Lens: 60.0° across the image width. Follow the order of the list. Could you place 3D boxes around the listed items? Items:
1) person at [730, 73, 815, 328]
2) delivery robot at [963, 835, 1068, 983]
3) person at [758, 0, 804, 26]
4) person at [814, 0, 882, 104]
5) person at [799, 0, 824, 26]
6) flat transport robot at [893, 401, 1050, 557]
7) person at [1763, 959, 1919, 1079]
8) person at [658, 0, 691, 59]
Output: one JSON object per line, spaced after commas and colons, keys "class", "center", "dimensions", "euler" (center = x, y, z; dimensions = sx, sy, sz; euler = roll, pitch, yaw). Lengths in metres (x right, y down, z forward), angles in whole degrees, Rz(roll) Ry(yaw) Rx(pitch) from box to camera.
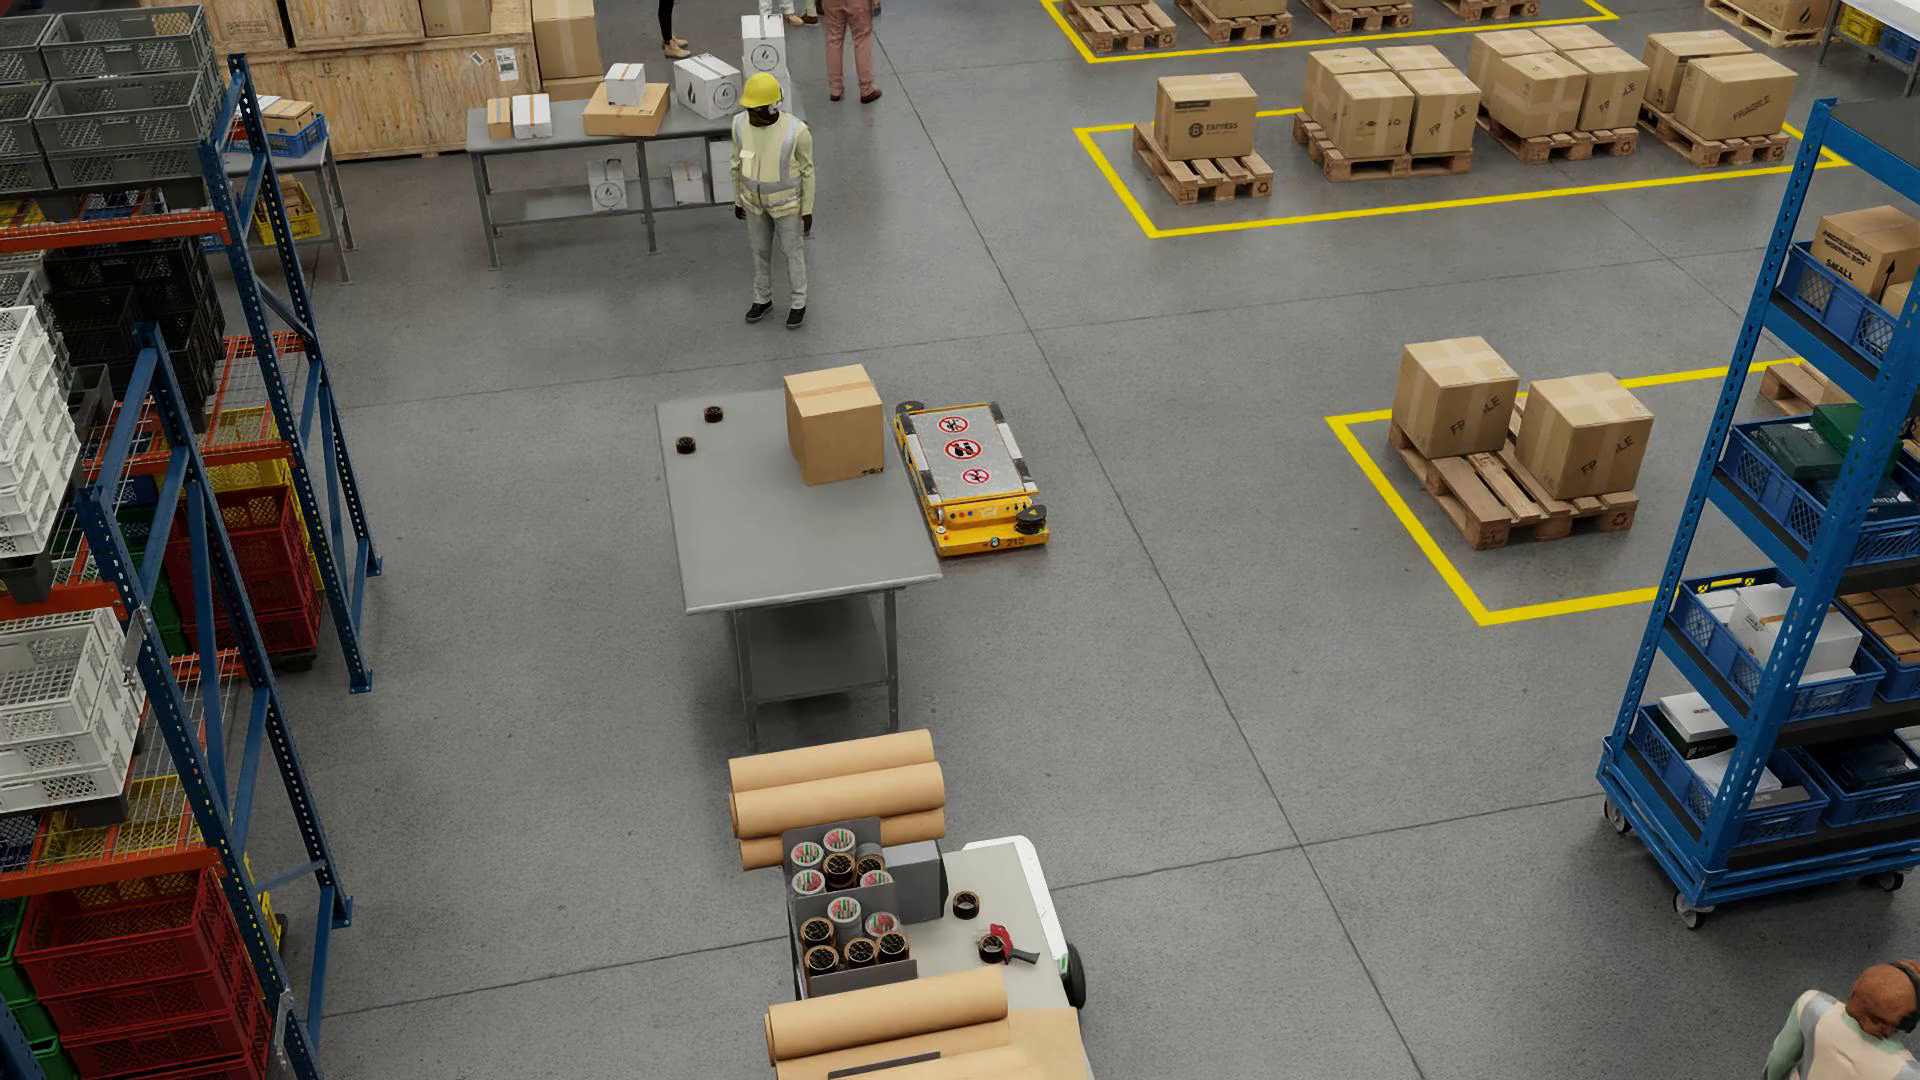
{"class": "person", "center": [-1.282, -2.305, 11.332], "dimensions": [0.600, 1.827, 0.403], "euler": [11, 38, 15]}
{"class": "delivery robot", "center": [0.219, 1.590, 7.081], "dimensions": [0.477, 0.478, 0.707], "euler": [-7, 37, -9]}
{"class": "person", "center": [-1.787, -5.869, 16.125], "dimensions": [0.431, 1.836, 0.619], "euler": [25, 44, 30]}
{"class": "person", "center": [-0.989, -4.807, 14.632], "dimensions": [0.651, 1.906, 0.403], "euler": [8, 37, 11]}
{"class": "person", "center": [-1.497, -6.035, 16.331], "dimensions": [0.365, 1.856, 0.535], "euler": [22, 42, 27]}
{"class": "flat transport robot", "center": [0.046, -0.430, 10.108], "dimensions": [0.652, 0.197, 1.431], "euler": [-8, 37, -10]}
{"class": "person", "center": [2.949, 2.025, 5.671], "dimensions": [0.311, 1.639, 0.512], "euler": [-22, 42, -26]}
{"class": "person", "center": [-2.756, -5.398, 15.598], "dimensions": [0.315, 1.696, 0.540], "euler": [-7, 37, -9]}
